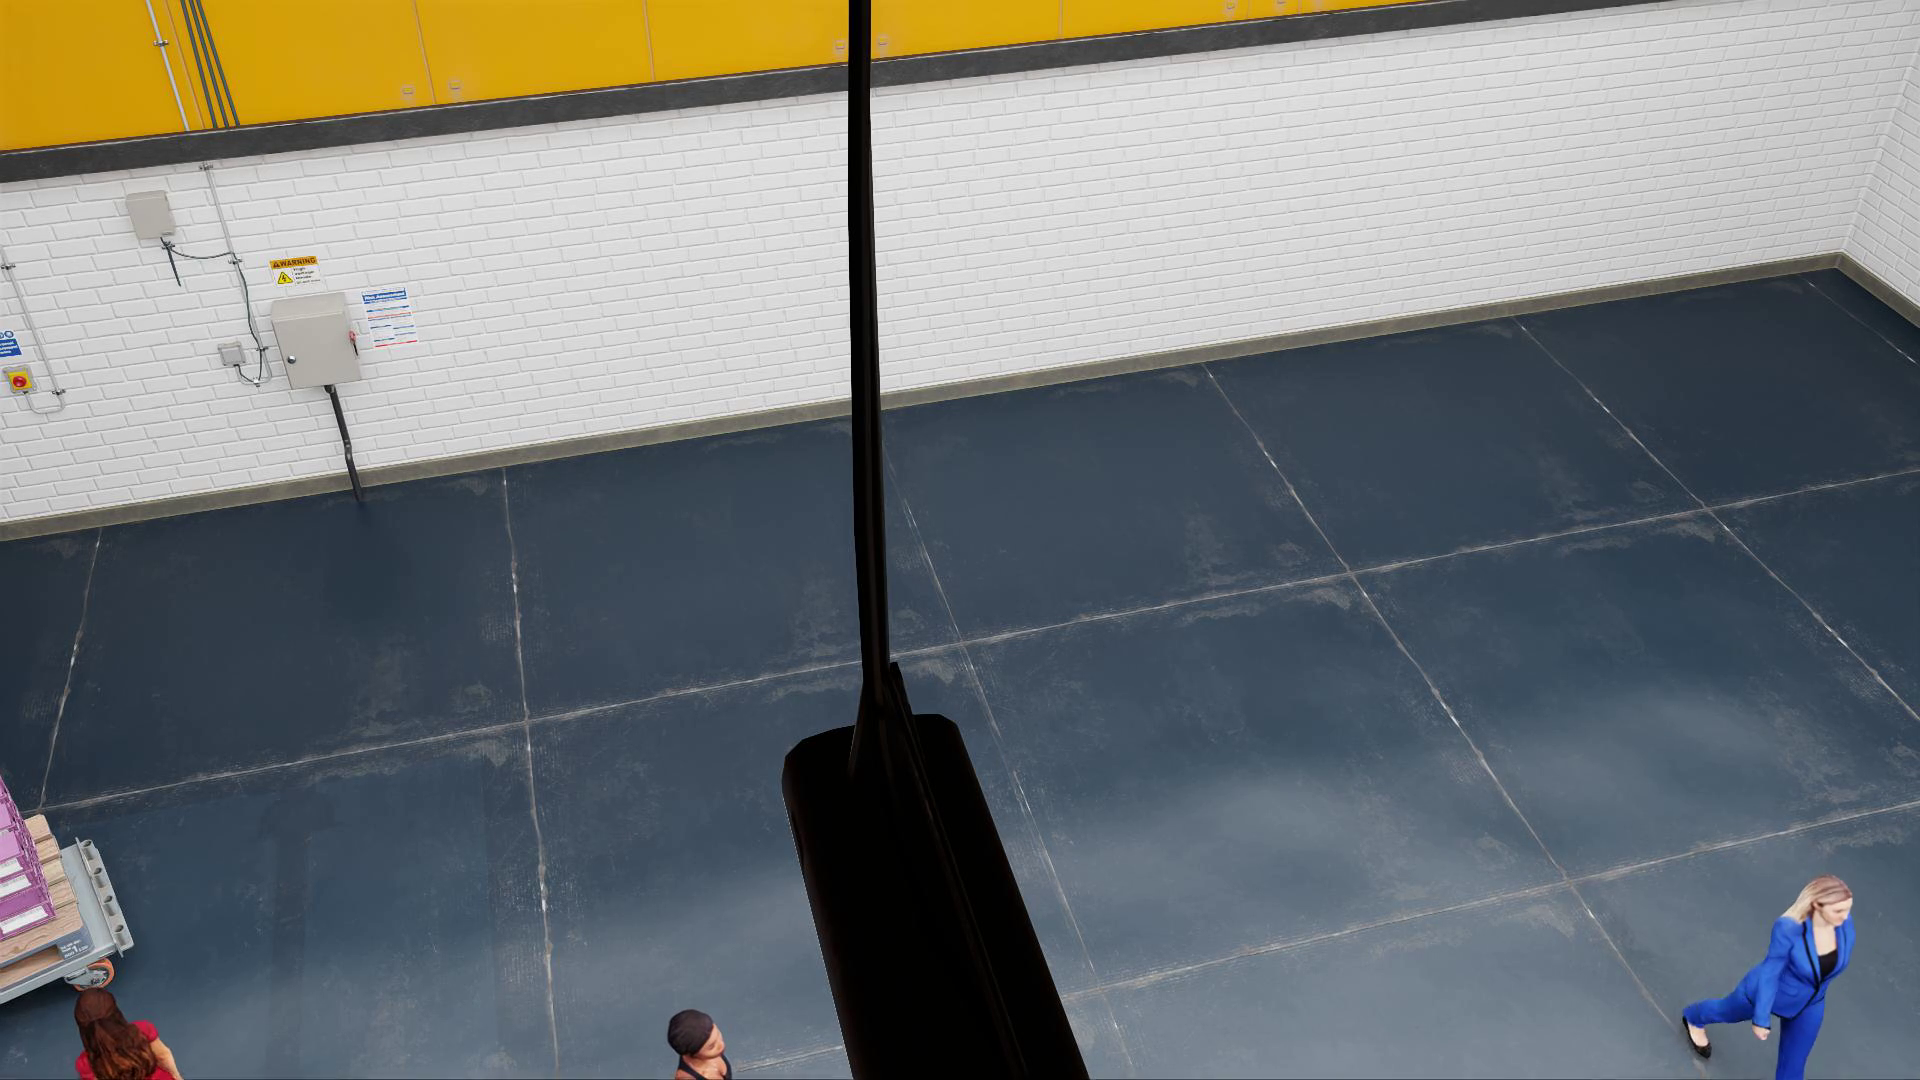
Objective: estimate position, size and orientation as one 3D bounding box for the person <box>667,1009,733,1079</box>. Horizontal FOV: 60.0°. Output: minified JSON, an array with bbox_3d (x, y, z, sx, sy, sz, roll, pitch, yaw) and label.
[{"bbox_3d":[-1.178,2.743,7.741,0.708,1.700,0.587,4,39,5],"label":"person"}]

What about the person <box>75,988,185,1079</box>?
[{"bbox_3d":[-3.902,2.673,7.947,0.727,1.553,0.667,31,48,33],"label":"person"}]

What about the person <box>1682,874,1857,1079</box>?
[{"bbox_3d":[4.072,2.233,8.412,0.676,1.659,1.156,-7,39,-9],"label":"person"}]
